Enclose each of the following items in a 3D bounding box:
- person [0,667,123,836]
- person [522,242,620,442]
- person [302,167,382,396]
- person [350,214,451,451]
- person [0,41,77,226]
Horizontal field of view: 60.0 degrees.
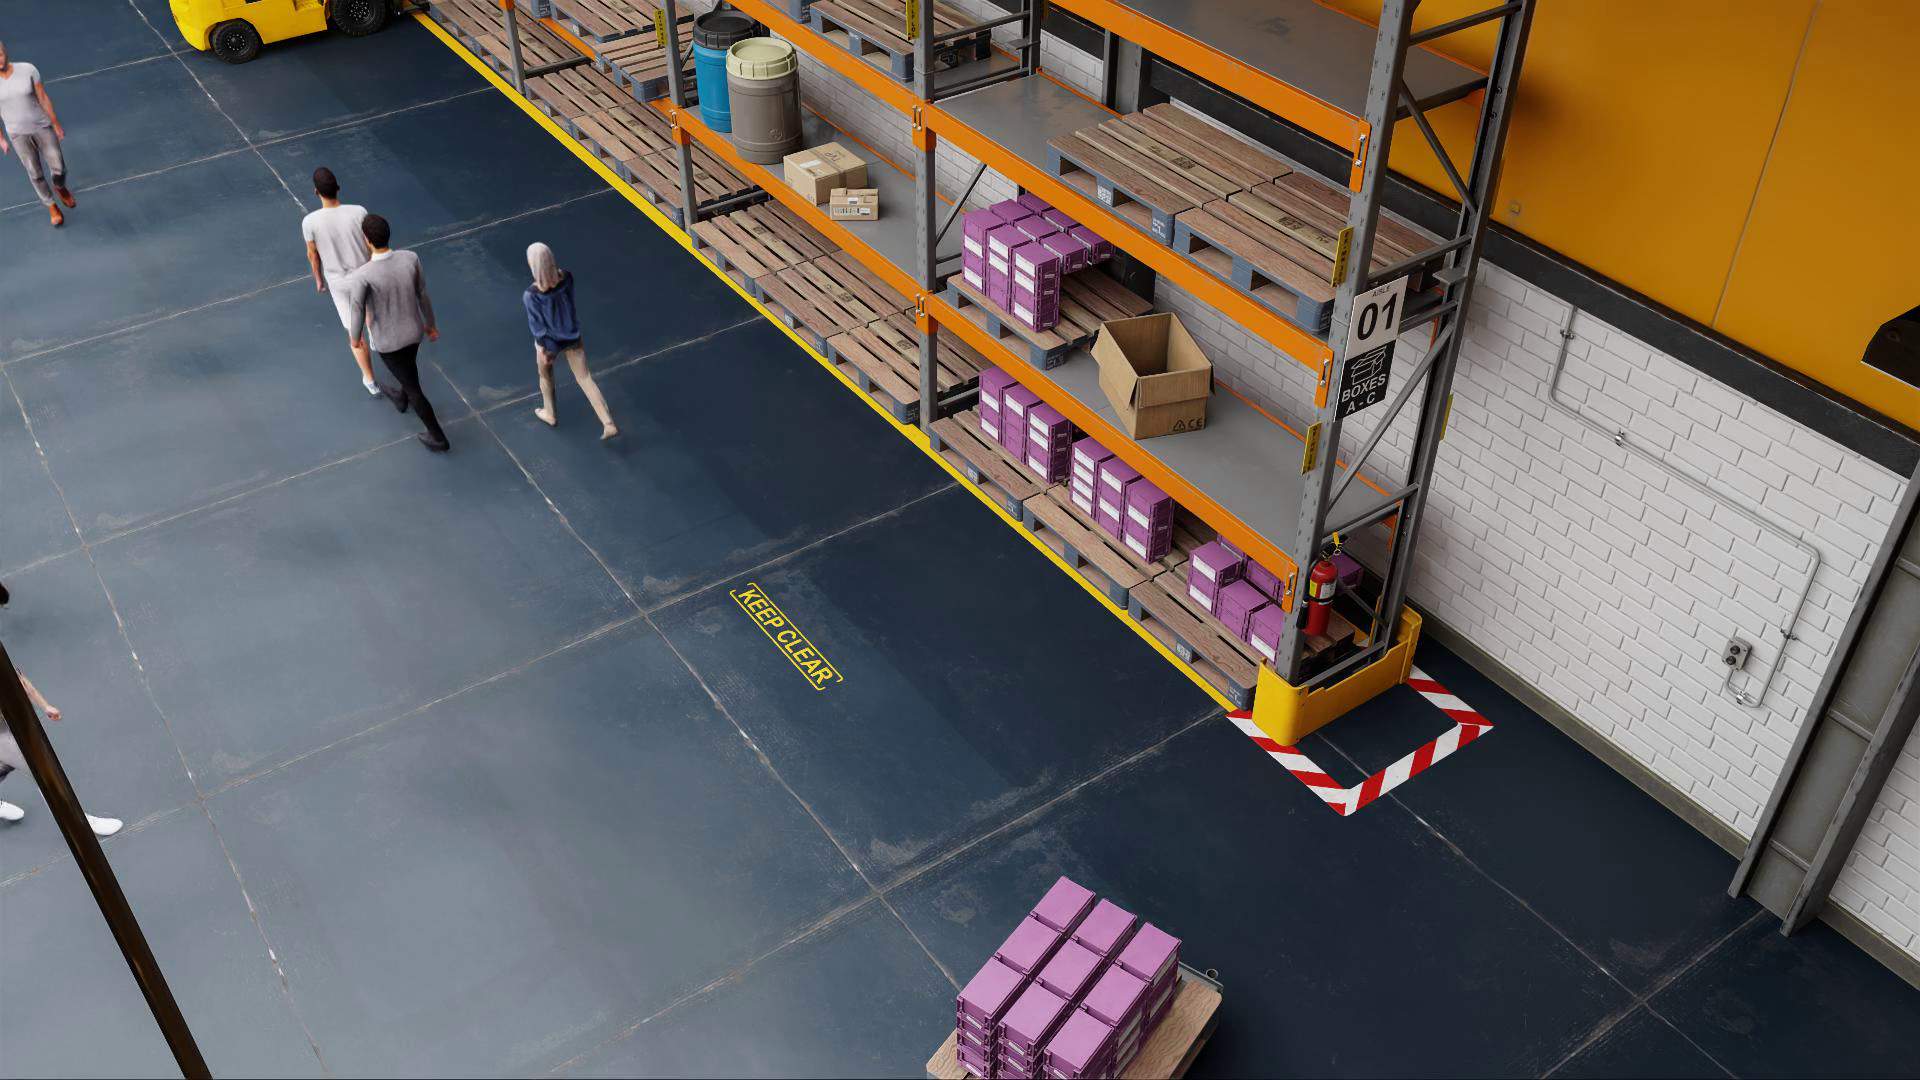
[{"bbox_3d":[-5.540,1.077,9.492,1.102,1.664,1.122,2,39,3],"label":"person"},{"bbox_3d":[-2.991,-1.471,12.685,1.182,1.661,0.767,31,48,33],"label":"person"},{"bbox_3d":[-4.839,-2.016,13.258,0.844,1.796,1.264,-16,41,-19],"label":"person"},{"bbox_3d":[-4.191,-1.507,12.565,1.313,1.866,1.002,24,45,27],"label":"person"},{"bbox_3d":[-8.710,-3.856,15.547,0.744,1.816,0.746,-20,43,-23],"label":"person"}]
